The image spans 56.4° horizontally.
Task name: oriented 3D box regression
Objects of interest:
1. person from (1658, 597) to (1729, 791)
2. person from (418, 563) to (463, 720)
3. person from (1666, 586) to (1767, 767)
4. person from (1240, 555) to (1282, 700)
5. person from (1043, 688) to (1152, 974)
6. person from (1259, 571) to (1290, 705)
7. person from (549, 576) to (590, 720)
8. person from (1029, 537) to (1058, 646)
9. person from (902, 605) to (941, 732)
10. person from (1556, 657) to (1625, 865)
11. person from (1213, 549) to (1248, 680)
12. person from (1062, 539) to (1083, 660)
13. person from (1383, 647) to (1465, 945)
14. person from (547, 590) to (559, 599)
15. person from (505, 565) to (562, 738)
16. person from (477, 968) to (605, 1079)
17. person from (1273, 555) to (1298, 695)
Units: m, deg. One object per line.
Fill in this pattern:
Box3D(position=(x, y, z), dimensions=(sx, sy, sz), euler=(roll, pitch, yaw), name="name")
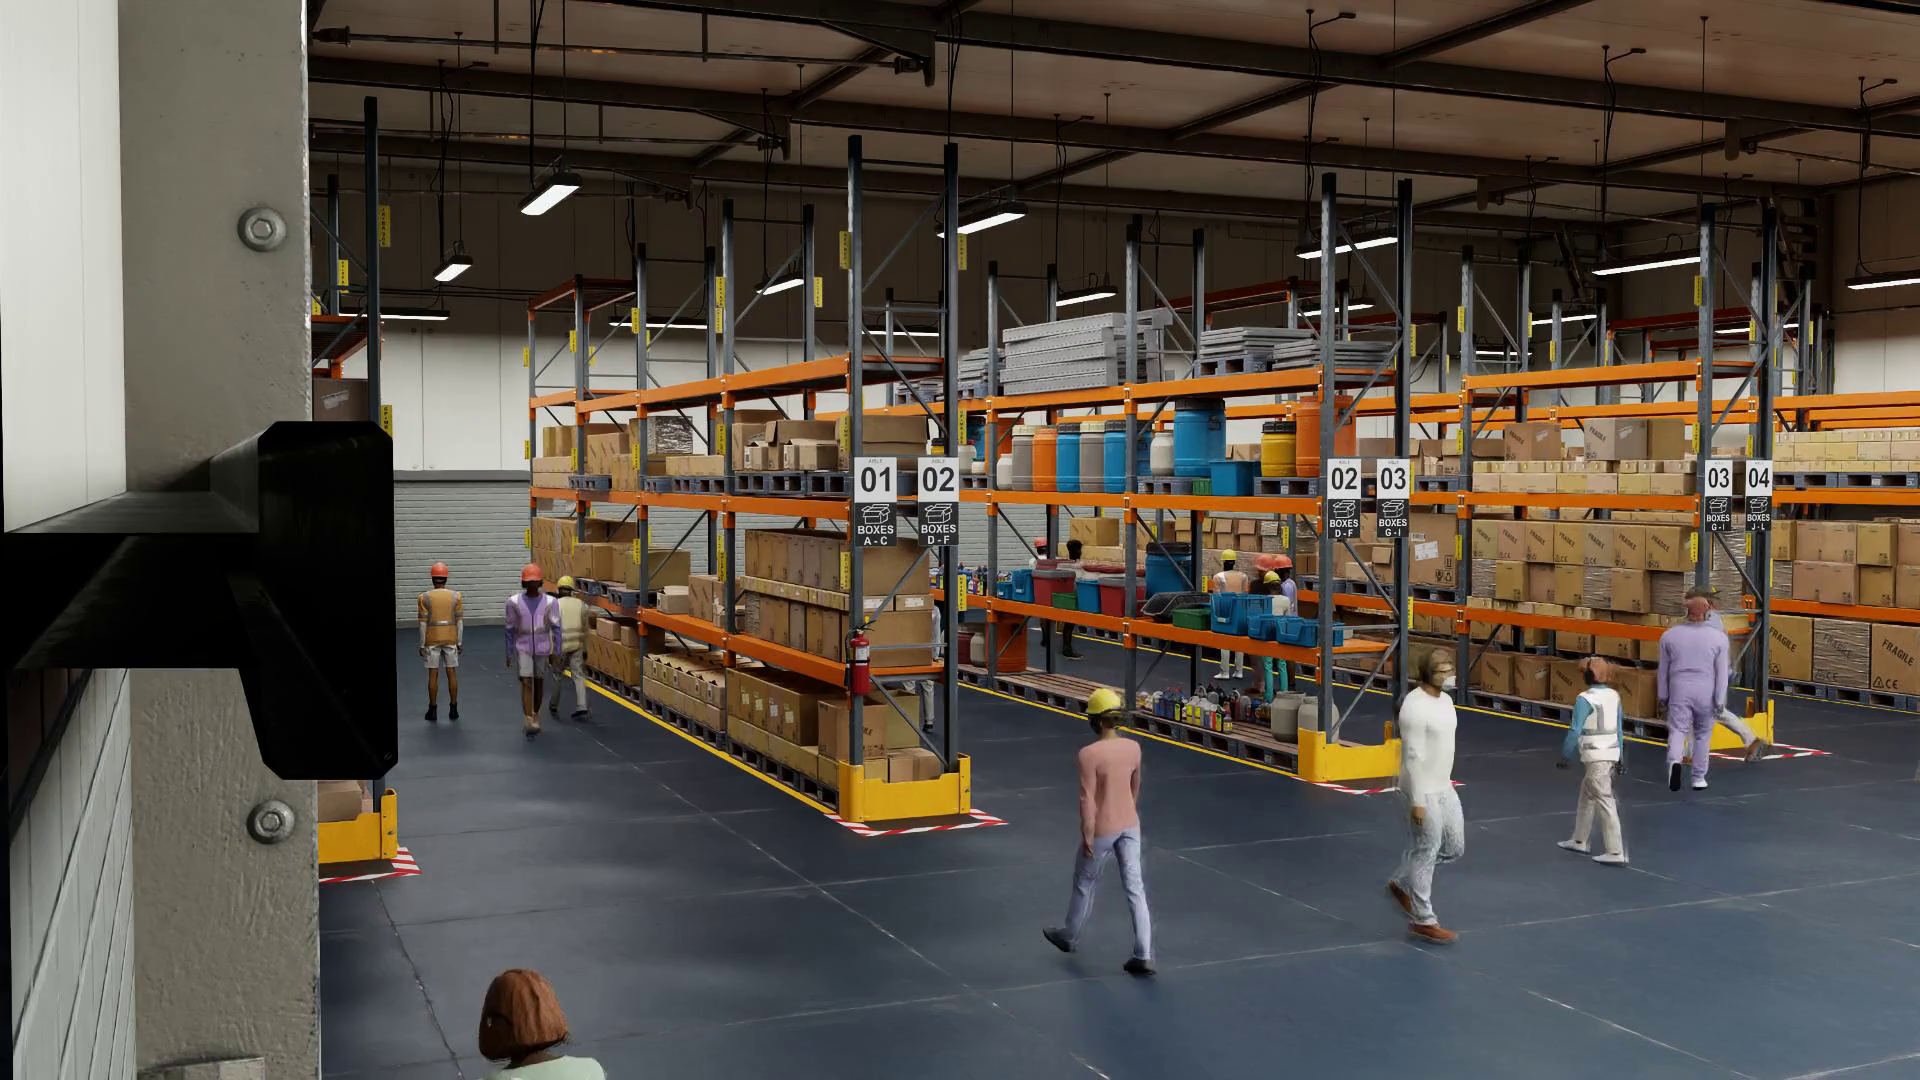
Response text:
Box3D(position=(6.995, 1.480, 17.126), dimensions=(0.638, 1.881, 0.808), euler=(1, 3, 31), name="person")
Box3D(position=(-6.449, 1.251, 22.234), dimensions=(0.545, 1.939, 0.354), euler=(-1, 2, -26), name="person")
Box3D(position=(7.861, 1.421, 18.580), dimensions=(0.901, 1.887, 0.689), euler=(1, 2, 26), name="person")
Box3D(position=(4.053, 1.175, 24.131), dimensions=(0.380, 1.961, 0.743), euler=(-1, 3, -31), name="person")
Box3D(position=(0.884, 1.785, 11.150), dimensions=(0.534, 1.719, 0.925), euler=(-1, 3, -34), name="person")
Box3D(position=(4.076, 1.291, 23.415), dimensions=(0.534, 1.766, 0.318), euler=(-1, 2, -26), name="person")
Box3D(position=(-4.883, 1.336, 22.251), dimensions=(0.648, 1.765, 0.951), euler=(-2, 3, -36), name="person")
Box3D(position=(1.461, 0.900, 31.726), dimensions=(0.564, 1.908, 0.701), euler=(-1, 2, -15), name="person")
Box3D(position=(-0.516, 1.350, 21.039), dimensions=(0.599, 1.832, 0.404), euler=(-1, 2, -21), name="person")
Box3D(position=(4.945, 1.725, 14.141), dimensions=(0.513, 1.607, 0.740), euler=(-2, 3, -43), name="person")
Box3D(position=(3.959, 1.097, 26.391), dimensions=(0.595, 1.925, 0.375), euler=(-1, 2, -24), name="person")
Box3D(position=(1.833, 0.965, 29.332), dimensions=(0.361, 1.963, 0.613), euler=(0, 2, -1), name="person")
Box3D(position=(3.046, 1.659, 11.770), dimensions=(0.502, 1.928, 0.627), euler=(2, 3, 40), name="person")
Box3D(position=(-7.279, 0.868, 32.021), dimensions=(0.912, 1.964, 0.628), euler=(1, 2, 20), name="person")
Box3D(position=(-4.963, 1.279, 20.881), dimensions=(0.629, 1.986, 1.040), euler=(-1, 2, -17), name="person")
Box3D(position=(-1.260, 2.062, 5.225), dimensions=(0.509, 1.620, 0.631), euler=(-2, 3, -40), name="person")
Box3D(position=(4.434, 1.172, 24.514), dimensions=(0.385, 1.930, 0.541), euler=(0, 2, 12), name="person")
